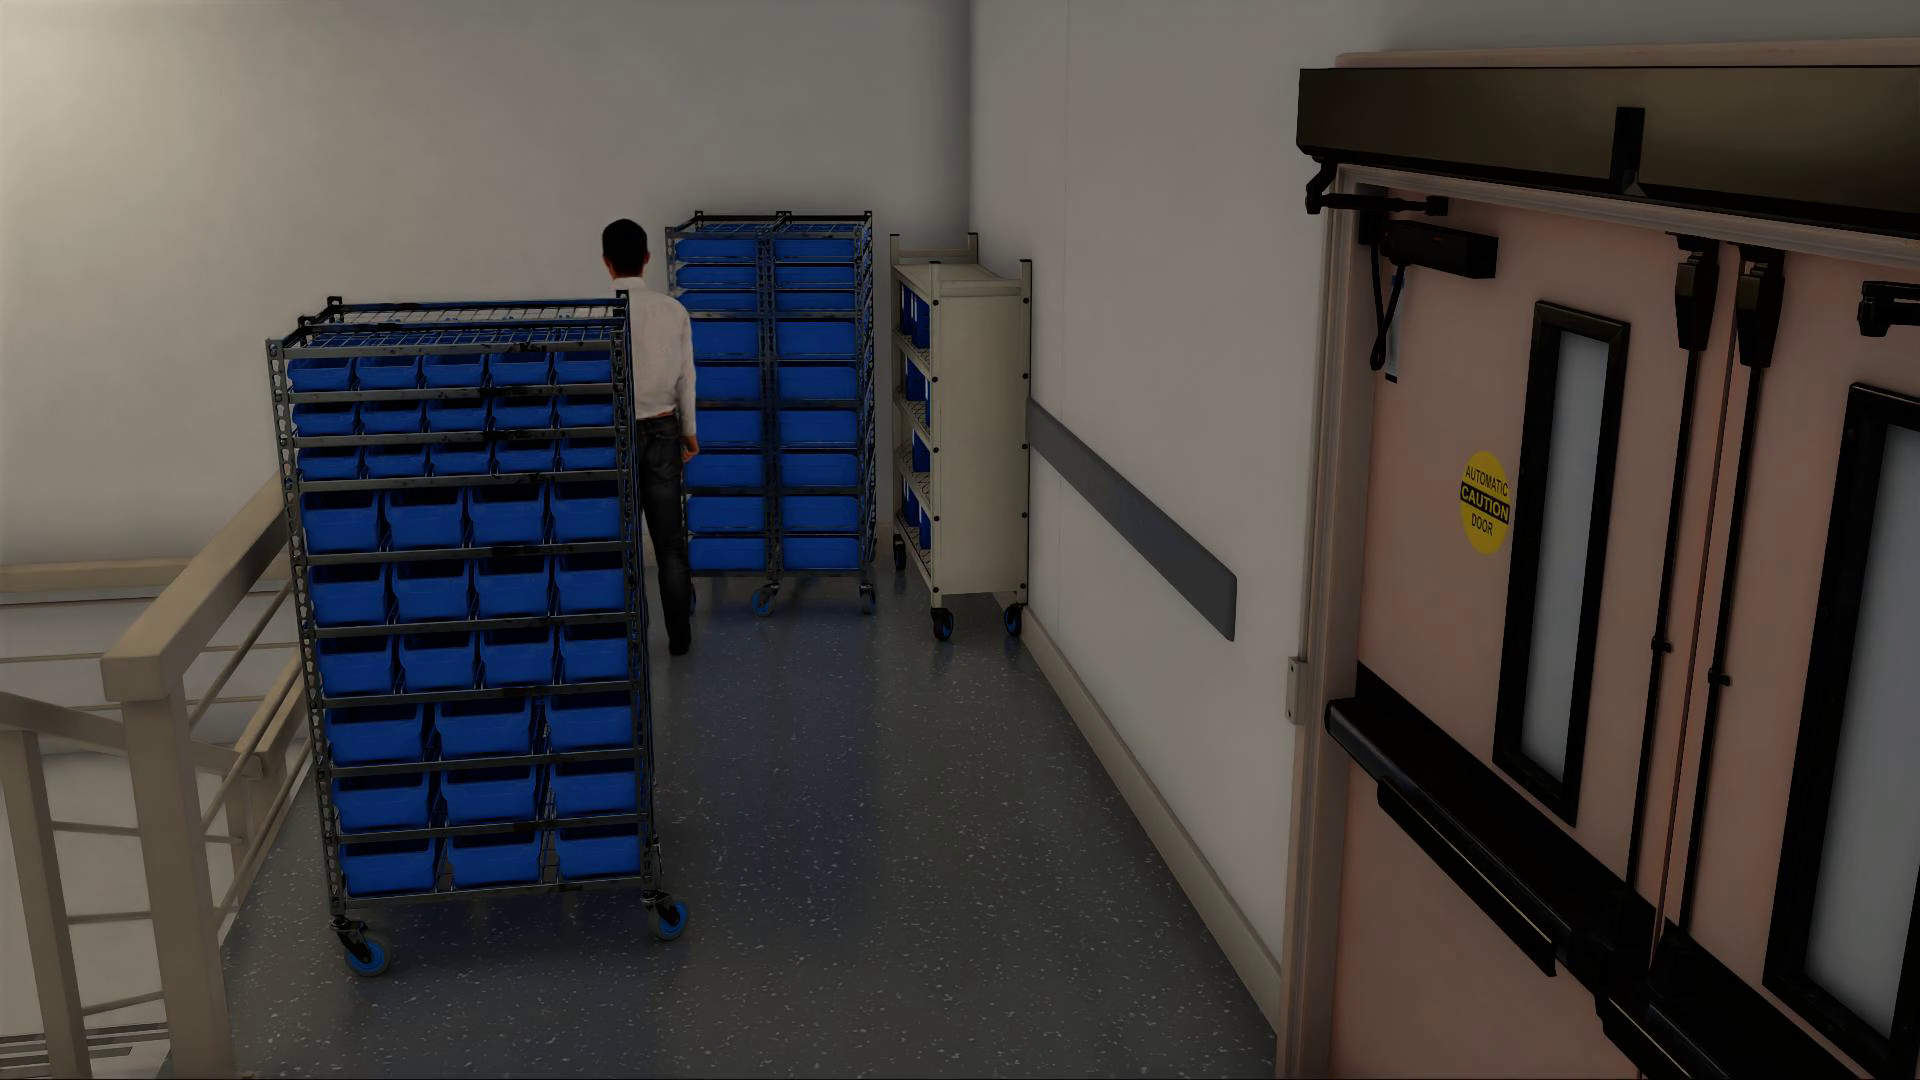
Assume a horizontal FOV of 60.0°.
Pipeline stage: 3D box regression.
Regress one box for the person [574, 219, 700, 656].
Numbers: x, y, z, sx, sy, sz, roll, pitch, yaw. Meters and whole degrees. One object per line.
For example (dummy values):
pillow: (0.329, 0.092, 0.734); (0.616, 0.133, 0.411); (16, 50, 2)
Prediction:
person: (-1.324, -0.399, 6.830); (0.720, 1.809, 0.634); (-7, 17, -24)
